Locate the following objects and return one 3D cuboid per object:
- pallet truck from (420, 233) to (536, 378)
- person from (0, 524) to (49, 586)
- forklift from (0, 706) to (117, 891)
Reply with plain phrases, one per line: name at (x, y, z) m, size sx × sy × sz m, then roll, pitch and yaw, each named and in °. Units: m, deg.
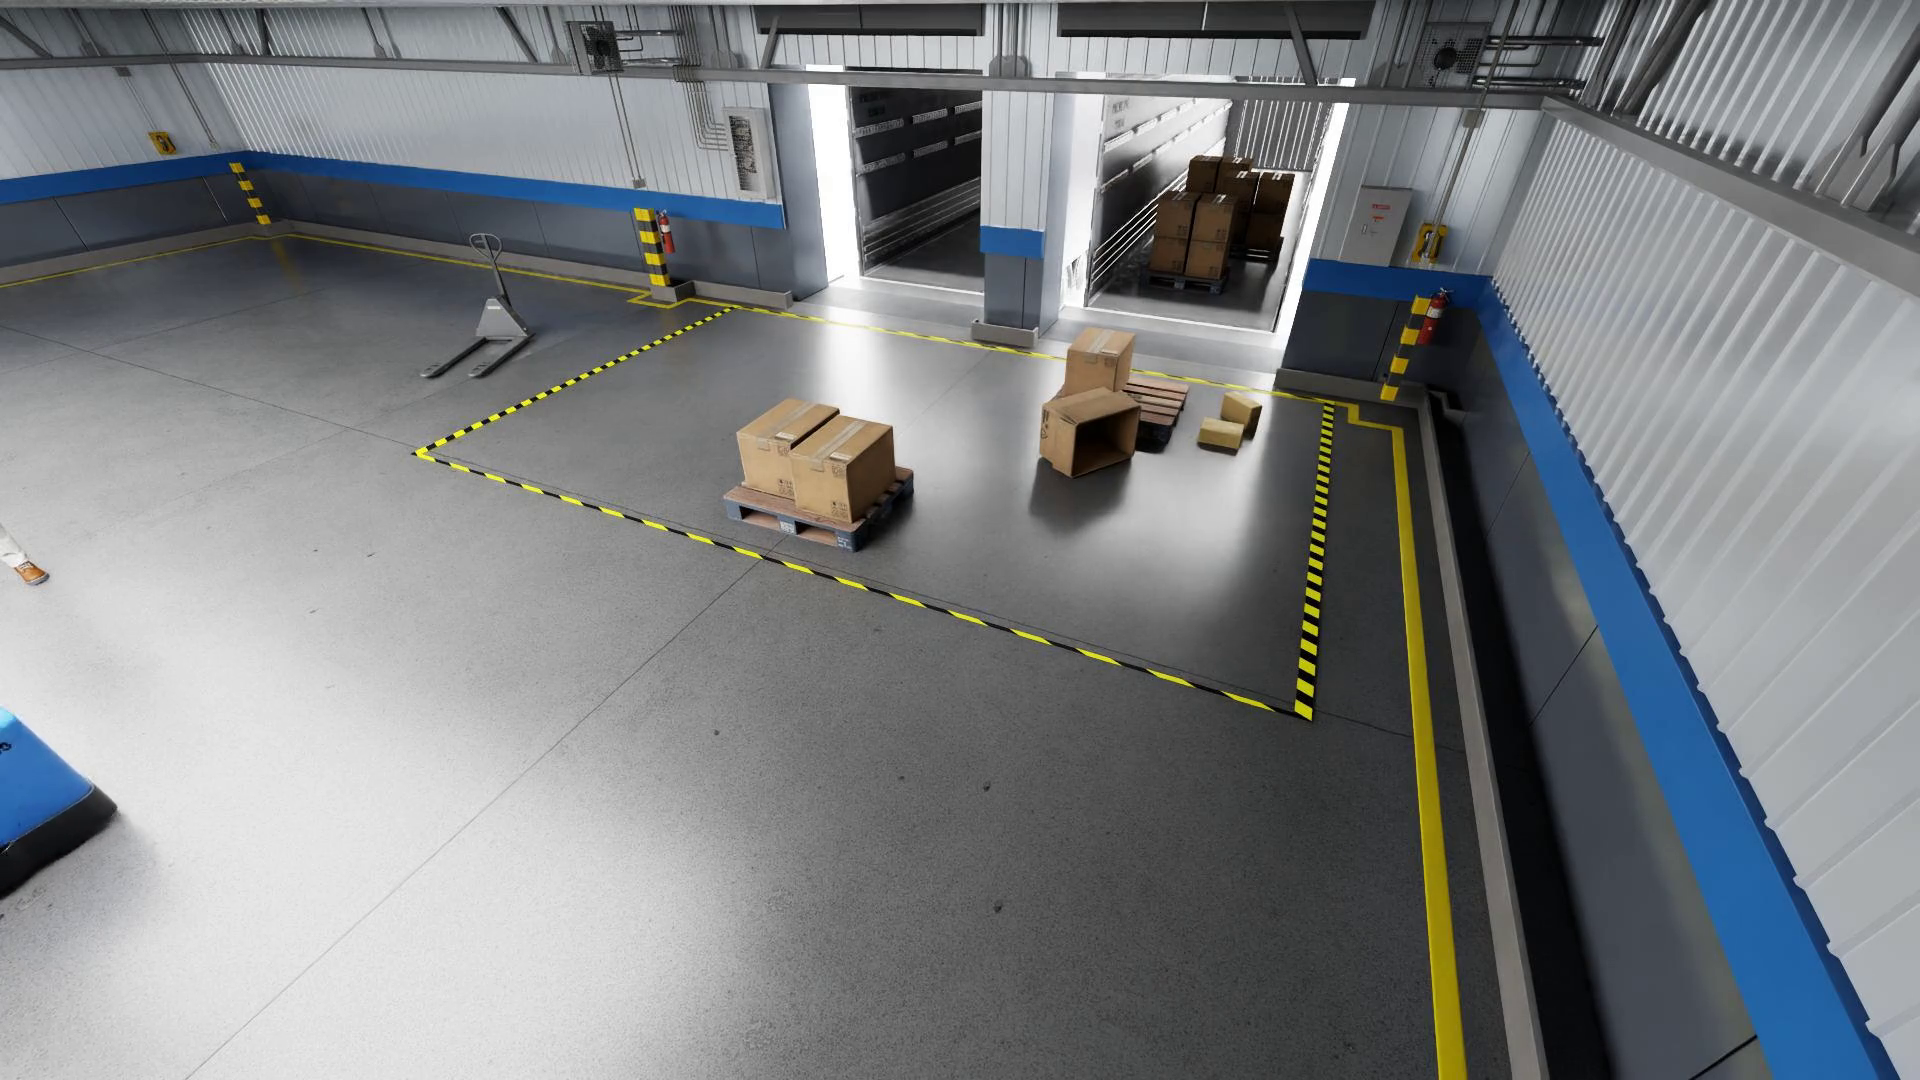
pallet truck at (-5.664, -2.712, 8.427) m, size 0.680 × 1.201 × 1.601 m, roll 0°, pitch 35°, yaw -1°
person at (-6.771, -0.455, 4.649) m, size 0.380 × 1.948 × 0.601 m, roll 23°, pitch 41°, yaw 28°
forklift at (-4.715, 0.726, 2.911) m, size 0.716 × 2.013 × 0.776 m, roll 15°, pitch 38°, yaw 20°
